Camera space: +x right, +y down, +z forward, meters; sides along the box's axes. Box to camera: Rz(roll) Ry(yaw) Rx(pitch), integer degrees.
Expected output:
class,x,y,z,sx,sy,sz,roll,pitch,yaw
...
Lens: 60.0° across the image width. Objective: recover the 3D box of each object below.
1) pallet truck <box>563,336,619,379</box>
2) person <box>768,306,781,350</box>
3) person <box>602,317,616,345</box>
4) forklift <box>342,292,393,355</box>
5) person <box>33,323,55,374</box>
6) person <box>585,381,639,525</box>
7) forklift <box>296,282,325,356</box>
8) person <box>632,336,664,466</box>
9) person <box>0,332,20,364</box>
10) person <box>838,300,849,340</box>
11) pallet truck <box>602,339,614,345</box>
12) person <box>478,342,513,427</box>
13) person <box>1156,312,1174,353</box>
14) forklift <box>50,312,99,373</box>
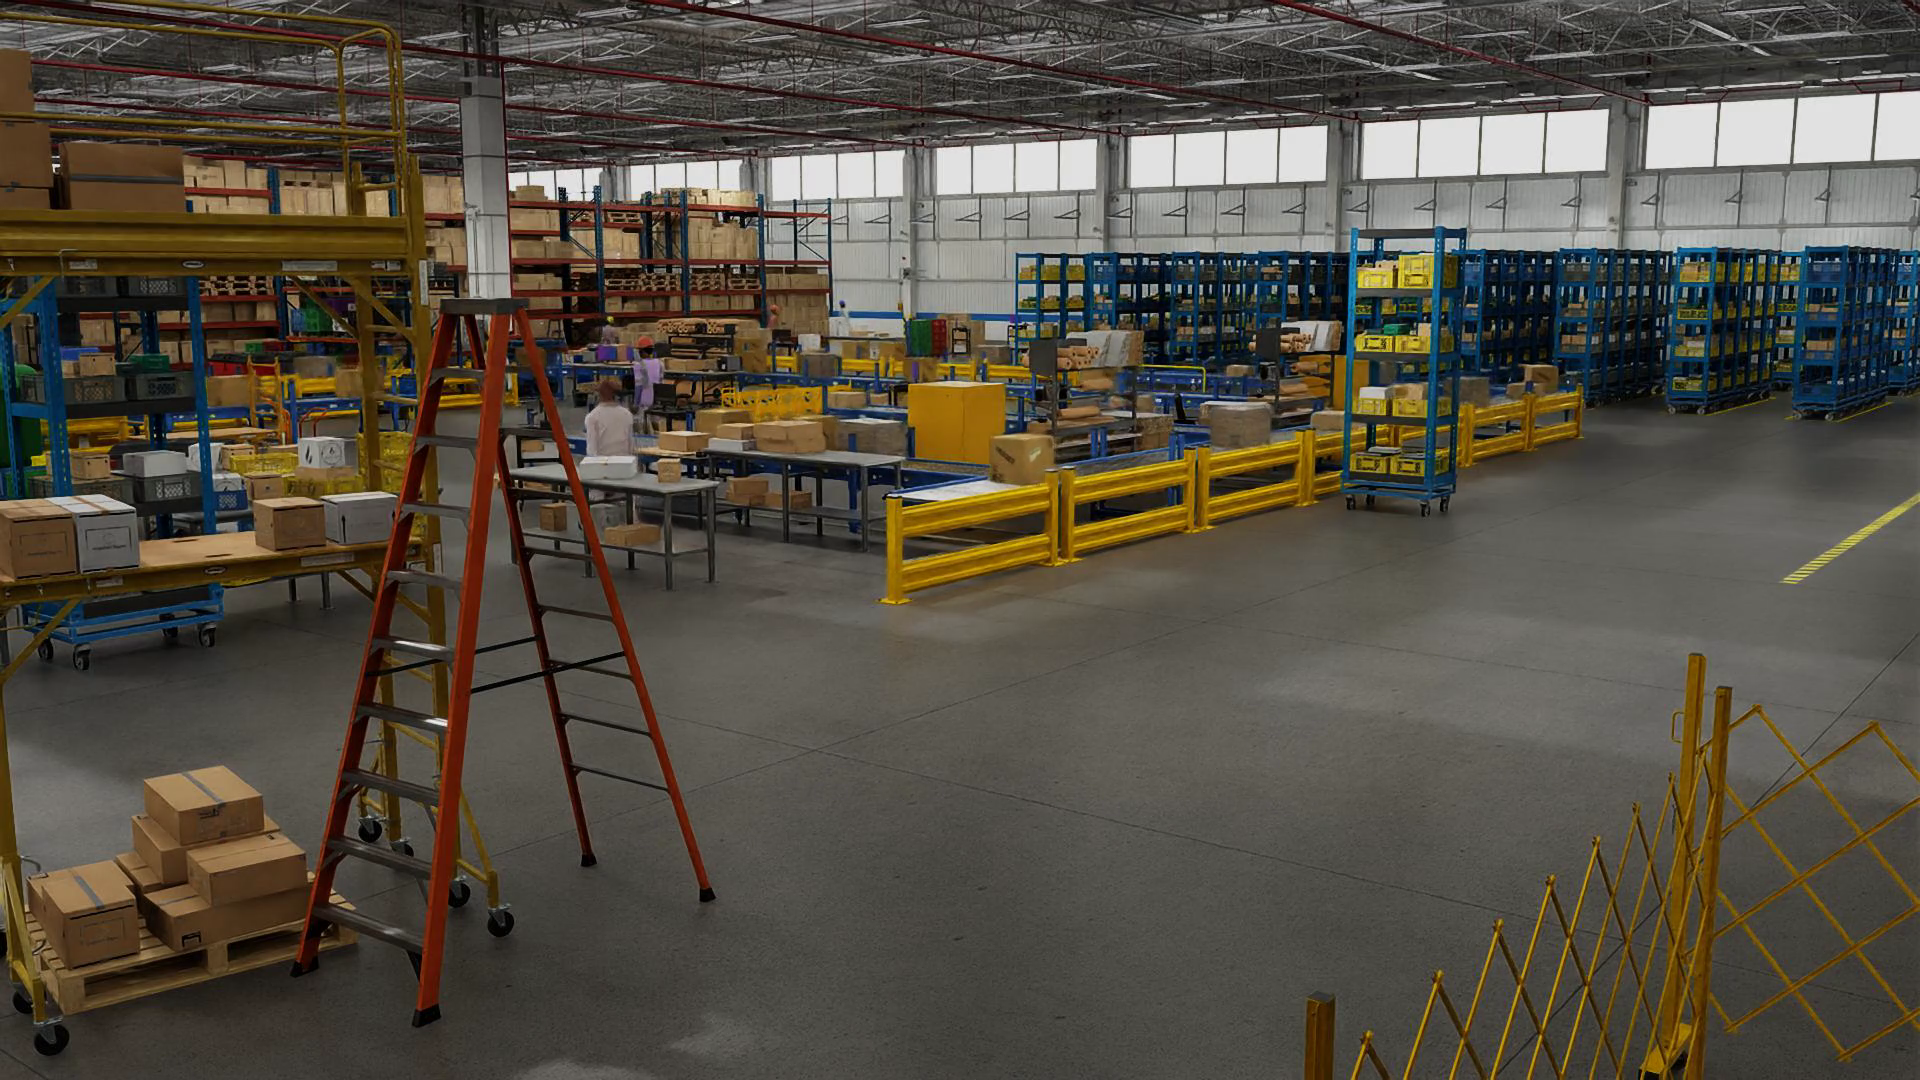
class,x,y,z,sx,sy,sz,roll,pitch,yaw
pallet truck,-10.690,-5.294,48.215,1.601,1.201,0.680,-5,10,-26
person,-6.185,-6.797,55.358,0.603,1.947,0.630,-5,10,-27
person,-10.882,-6.041,51.389,0.514,1.708,0.956,7,11,37
forklift,-16.485,-5.622,45.120,1.129,2.768,1.873,7,11,37
person,-20.597,-3.931,37.571,0.551,1.924,0.534,7,12,39
person,-3.884,-0.837,18.463,1.014,1.861,0.652,9,12,43
forklift,-18.415,-5.974,47.316,1.129,2.768,1.873,7,11,37
person,-4.944,-2.188,26.291,0.377,2.045,0.605,6,11,33
person,-23.733,-4.422,41.512,0.277,1.631,0.507,8,12,41
person,-4.817,-9.026,69.329,0.623,1.926,0.617,7,11,36
pallet truck,-8.991,-4.871,45.351,0.653,1.274,1.630,7,11,37
person,-8.756,-2.866,31.344,0.608,1.778,0.946,-3,10,-21
person,6.604,-6.417,53.499,0.631,1.786,0.677,3,10,18
forklift,-23.779,-5.451,44.052,1.873,2.768,1.129,7,11,36
